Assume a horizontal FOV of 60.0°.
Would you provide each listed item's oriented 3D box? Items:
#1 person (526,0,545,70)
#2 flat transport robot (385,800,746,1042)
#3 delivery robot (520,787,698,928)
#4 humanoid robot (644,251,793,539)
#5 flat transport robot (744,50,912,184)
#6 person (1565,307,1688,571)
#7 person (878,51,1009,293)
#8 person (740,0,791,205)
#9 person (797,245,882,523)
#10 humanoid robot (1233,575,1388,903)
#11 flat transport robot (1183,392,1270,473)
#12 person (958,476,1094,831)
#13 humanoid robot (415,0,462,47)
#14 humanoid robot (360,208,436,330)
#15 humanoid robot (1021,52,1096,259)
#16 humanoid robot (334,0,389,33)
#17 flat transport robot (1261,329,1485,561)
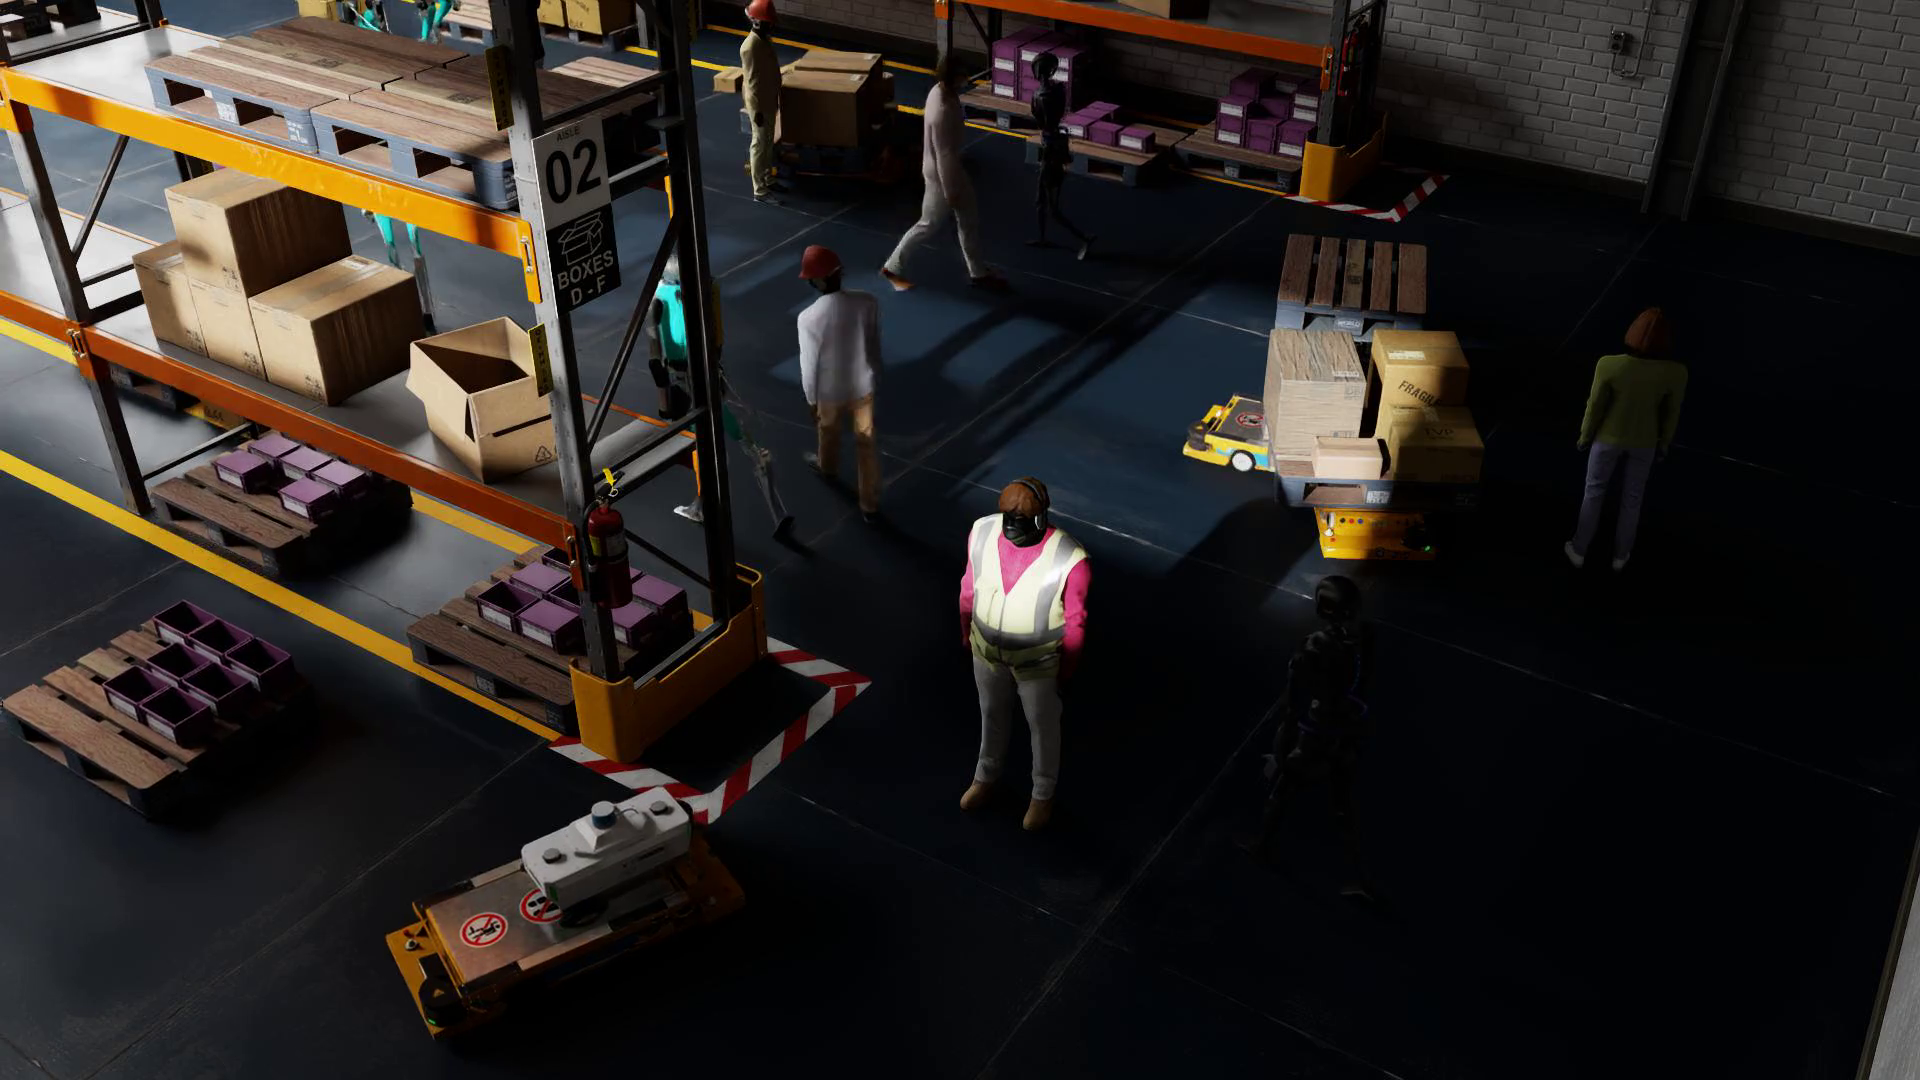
[{"bbox_3d":[-3.955,-4.379,15.084,0.450,1.935,0.484,4,33,5],"label":"person"},{"bbox_3d":[-1.734,1.646,7.344,1.431,0.231,0.659,-20,38,-27],"label":"flat transport robot"},{"bbox_3d":[-1.579,1.437,7.420,0.815,0.614,0.499,-22,39,-30],"label":"delivery robot"},{"bbox_3d":[-1.344,-0.763,9.722,0.918,1.785,0.543,20,38,28],"label":"humanoid robot"},{"bbox_3d":[-1.207,-3.513,15.273,1.431,0.231,0.659,6,34,9],"label":"flat transport robot"},{"bbox_3d":[3.788,-0.561,9.482,0.508,1.632,0.271,7,34,11],"label":"person"},{"bbox_3d":[-0.156,-2.777,12.653,0.996,1.897,0.647,3,33,4],"label":"person"},{"bbox_3d":[-1.673,-3.787,14.335,0.332,1.747,0.560,5,33,8],"label":"person"},{"bbox_3d":[-0.733,-0.983,10.069,0.574,1.690,0.881,-15,36,-21],"label":"person"},{"bbox_3d":[1.604,0.883,7.271,0.610,1.637,0.762,-24,40,-32],"label":"humanoid robot"},{"bbox_3d":[2.239,-0.612,10.813,1.431,0.231,0.659,14,36,21],"label":"flat transport robot"},{"bbox_3d":[0.270,0.522,7.630,0.626,1.844,0.429,16,36,23],"label":"person"},{"bbox_3d":[-5.481,-5.593,17.175,0.683,1.838,0.542,27,42,35],"label":"humanoid robot"},{"bbox_3d":[-4.139,-2.411,12.265,0.553,1.791,0.918,-12,35,-18],"label":"humanoid robot"},{"bbox_3d":[0.808,-3.102,13.376,0.560,1.650,0.609,2,33,2],"label":"humanoid robot"},{"bbox_3d":[-5.840,-5.179,16.496,0.932,1.762,0.567,24,40,32],"label":"humanoid robot"},{"bbox_3d":[2.520,-0.335,10.388,0.659,0.231,1.431,2,33,3],"label":"flat transport robot"}]
